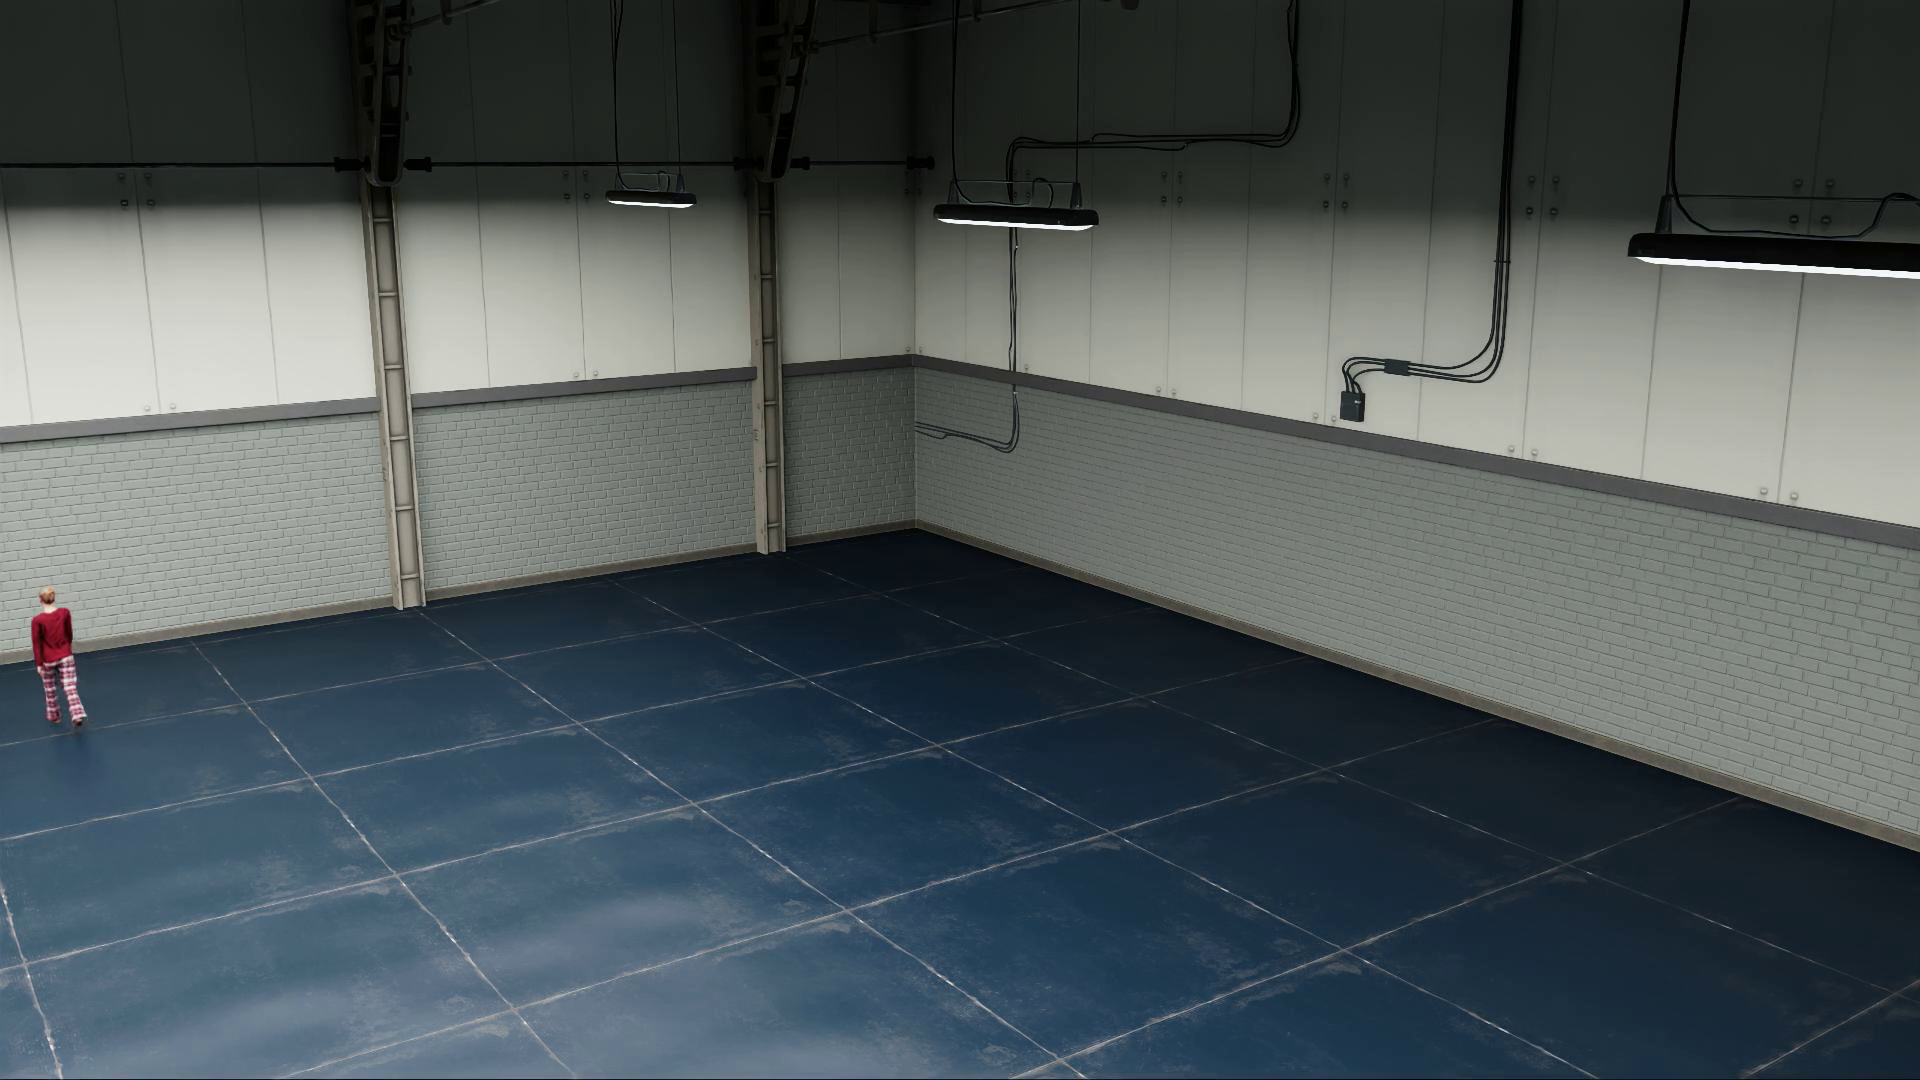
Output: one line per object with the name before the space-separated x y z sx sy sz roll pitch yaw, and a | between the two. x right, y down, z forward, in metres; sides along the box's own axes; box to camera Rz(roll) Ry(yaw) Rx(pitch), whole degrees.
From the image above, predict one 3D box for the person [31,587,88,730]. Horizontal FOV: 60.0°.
person | -10.234 1.357 18.914 0.796 1.670 1.001 12 18 43
